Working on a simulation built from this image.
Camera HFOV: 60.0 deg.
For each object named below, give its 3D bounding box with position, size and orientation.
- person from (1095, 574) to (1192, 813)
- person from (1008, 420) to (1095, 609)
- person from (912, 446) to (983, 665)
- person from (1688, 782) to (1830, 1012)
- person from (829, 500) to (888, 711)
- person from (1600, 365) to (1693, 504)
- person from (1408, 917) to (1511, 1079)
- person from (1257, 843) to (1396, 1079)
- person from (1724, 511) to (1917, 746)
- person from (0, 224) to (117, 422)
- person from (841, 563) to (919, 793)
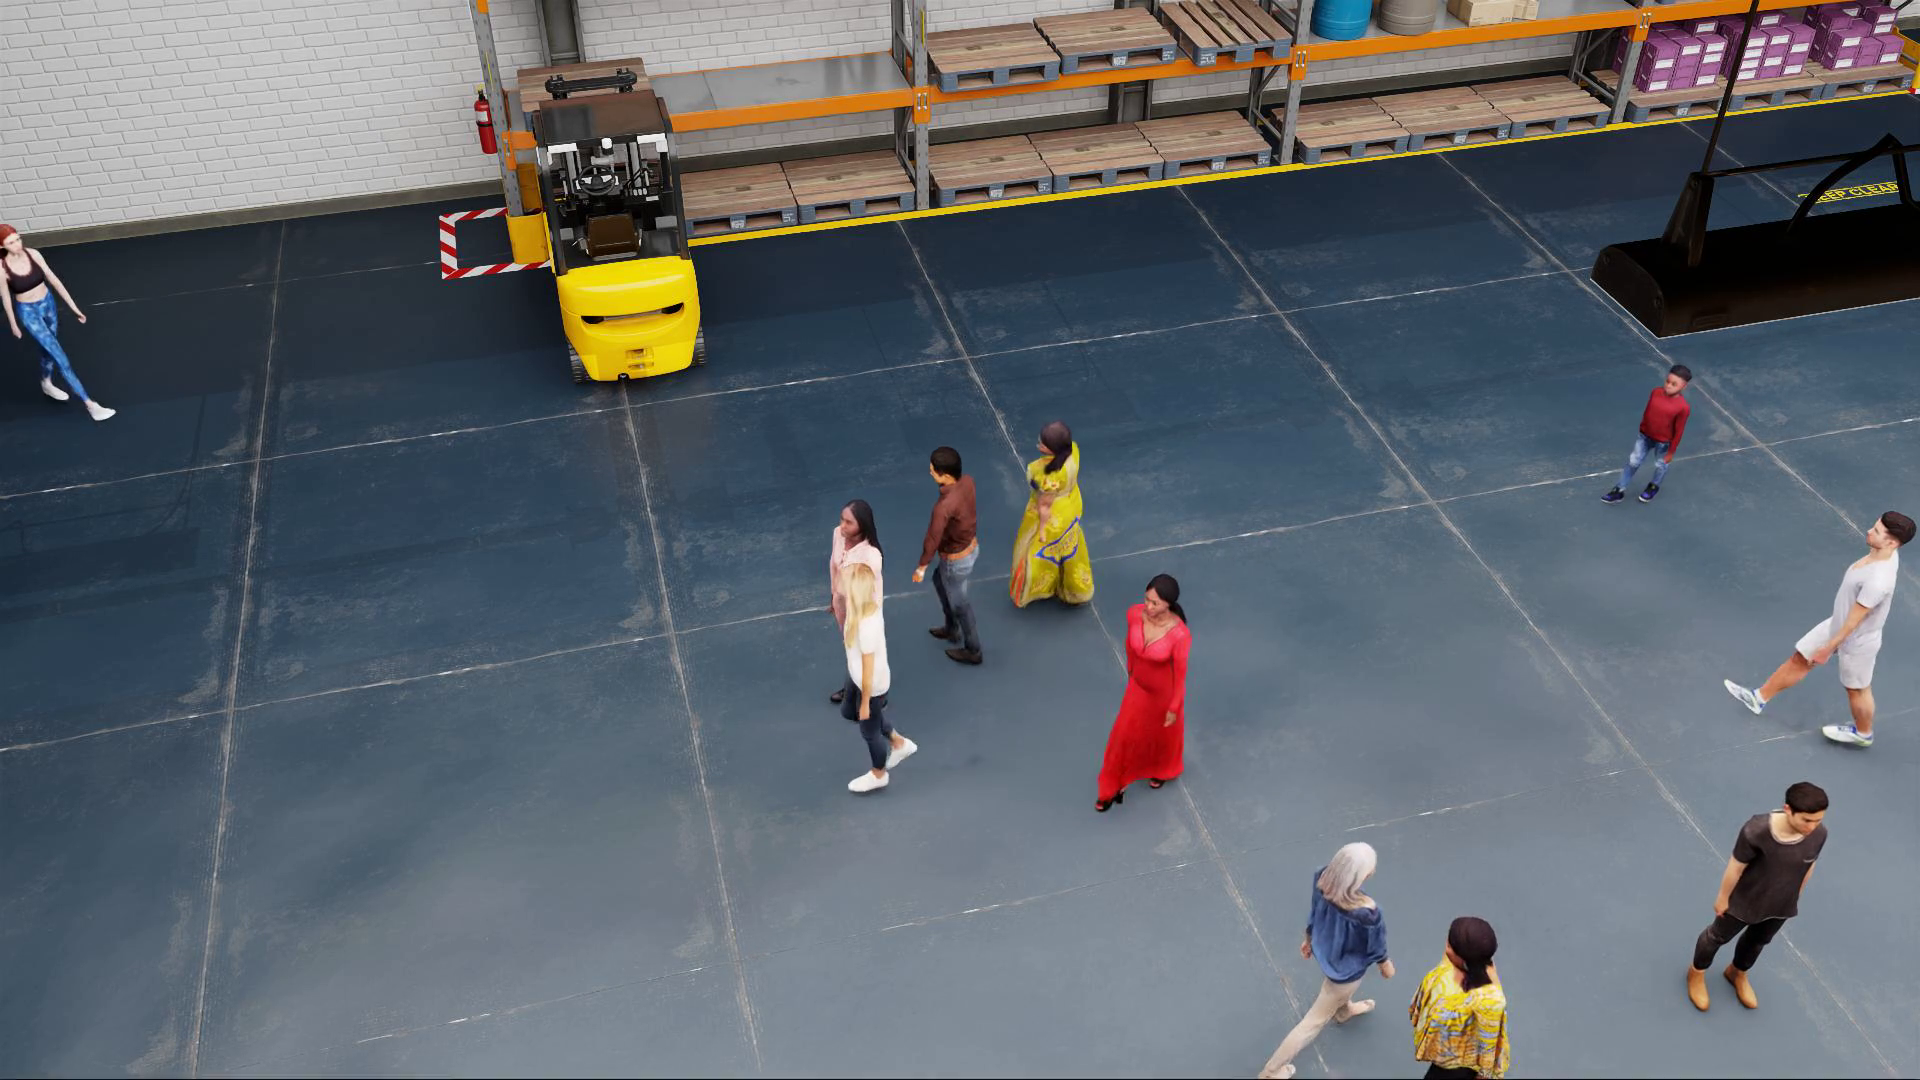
[{"bbox_3d":[1.260,0.885,10.251,0.973,1.758,1.071,23,44,26],"label":"person"},{"bbox_3d":[0.702,-0.154,11.656,1.050,1.628,0.988,23,44,26],"label":"person"},{"bbox_3d":[0.058,0.146,11.171,0.856,1.754,0.810,12,40,15],"label":"person"},{"bbox_3d":[4.338,1.896,9.013,0.556,1.713,0.726,-1,39,-1],"label":"person"},{"bbox_3d":[-0.658,0.442,10.829,0.689,1.719,0.697,-29,47,-31],"label":"person"},{"bbox_3d":[5.417,-0.823,12.801,0.851,1.234,0.689,-25,45,-28],"label":"person"},{"bbox_3d":[2.577,2.502,8.329,0.988,1.619,0.790,-6,39,-7],"label":"person"},{"bbox_3d":[1.898,2.242,8.634,1.182,1.656,0.774,-19,42,-22],"label":"person"},{"bbox_3d":[5.756,0.623,10.538,1.294,1.798,1.172,16,41,19],"label":"person"},{"bbox_3d":[-7.588,-1.807,13.647,1.222,1.726,1.106,16,41,19],"label":"person"},{"bbox_3d":[-0.464,0.868,10.237,0.709,1.792,0.634,-6,39,-7],"label":"person"}]
